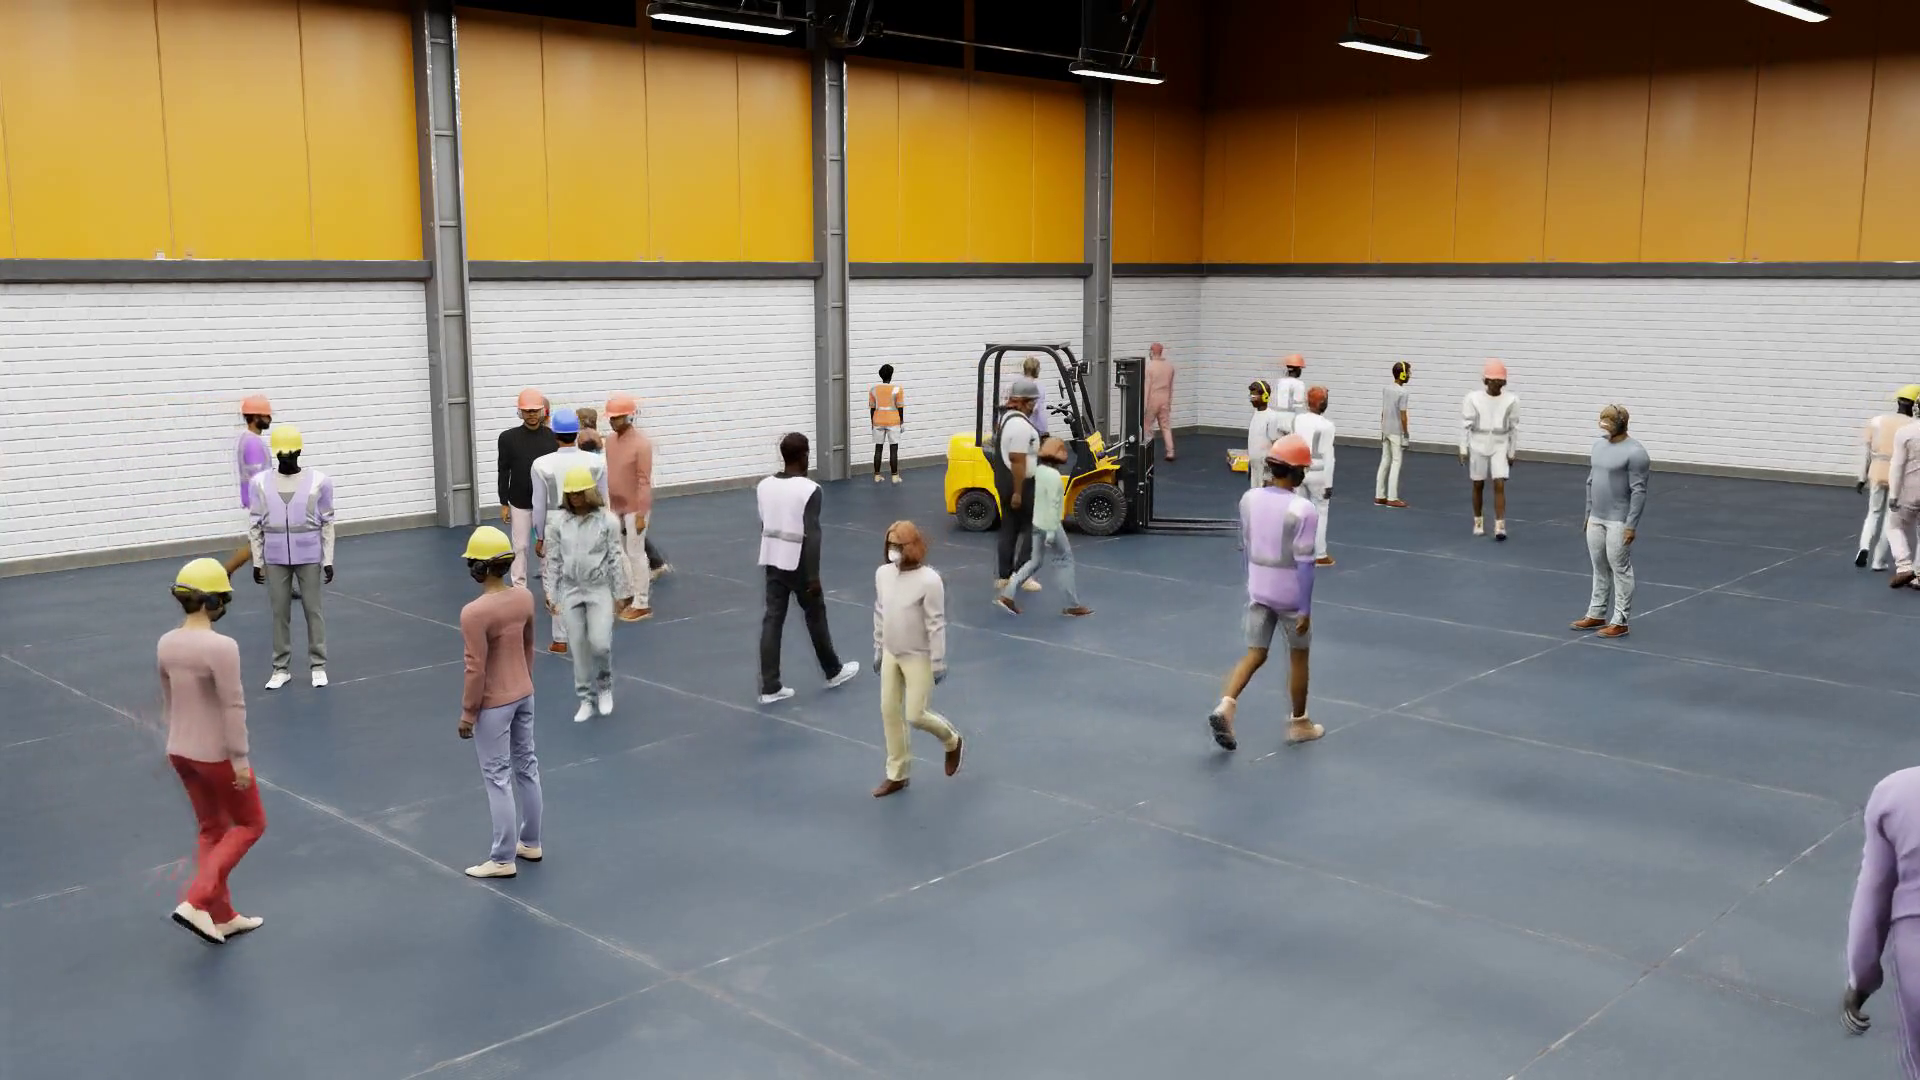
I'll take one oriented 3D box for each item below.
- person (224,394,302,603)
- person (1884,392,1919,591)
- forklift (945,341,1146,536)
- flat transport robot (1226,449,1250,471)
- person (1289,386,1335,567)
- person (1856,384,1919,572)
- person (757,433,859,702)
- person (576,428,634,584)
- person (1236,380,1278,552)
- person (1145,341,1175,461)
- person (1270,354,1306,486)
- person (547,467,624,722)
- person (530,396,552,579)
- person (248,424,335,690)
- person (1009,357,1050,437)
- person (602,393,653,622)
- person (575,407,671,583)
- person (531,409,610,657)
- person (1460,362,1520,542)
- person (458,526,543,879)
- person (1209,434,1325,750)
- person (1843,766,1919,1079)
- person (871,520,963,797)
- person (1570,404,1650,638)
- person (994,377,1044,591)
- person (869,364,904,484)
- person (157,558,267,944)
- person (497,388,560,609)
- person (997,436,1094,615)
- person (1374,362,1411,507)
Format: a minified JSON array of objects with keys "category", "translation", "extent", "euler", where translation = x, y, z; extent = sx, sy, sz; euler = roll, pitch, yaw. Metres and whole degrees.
[{"category":"person","translation":[-6.404,-0.360,15.039],"extent":[0.820,1.910,0.553],"euler":[-4,10,-24]},{"category":"person","translation":[9.029,-0.452,15.646],"extent":[0.659,1.893,0.411],"euler":[0,9,2]},{"category":"forklift","translation":[0.977,-1.223,19.452],"extent":[2.313,2.155,1.214],"euler":[2,9,11]},{"category":"flat transport robot","translation":[4.441,-1.229,25.370],"extent":[0.652,0.197,1.431],"euler":[1,9,5]},{"category":"person","translation":[3.513,-0.630,16.824],"extent":[0.710,1.869,0.596],"euler":[-7,12,-37]},{"category":"person","translation":[9.291,-0.609,16.576],"extent":[0.500,1.898,0.627],"euler":[-9,13,-42]},{"category":"person","translation":[-1.117,0.173,11.846],"extent":[0.624,1.876,0.936],"euler":[7,11,36]},{"category":"person","translation":[-3.328,-0.245,15.302],"extent":[0.858,1.579,0.559],"euler":[2,10,14]},{"category":"person","translation":[3.171,-0.755,17.599],"extent":[0.328,1.865,0.521],"euler":[-2,10,-14]},{"category":"person","translation":[3.081,-2.175,26.231],"extent":[0.657,1.917,0.424],"euler":[-6,11,-35]},{"category":"person","translation":[4.481,-1.530,22.219],"extent":[0.867,1.898,0.575],"euler":[-5,11,-28]},{"category":"person","translation":[-2.511,0.368,11.117],"extent":[0.502,1.727,0.379],"euler":[1,9,5]},{"category":"person","translation":[-3.986,-0.489,16.113],"extent":[0.489,1.813,0.600],"euler":[-8,12,-41]},{"category":"person","translation":[-4.826,0.120,12.041],"extent":[0.587,1.926,0.366],"euler":[-2,9,-11]},{"category":"person","translation":[0.974,-1.389,21.356],"extent":[0.882,1.903,0.657],"euler":[-6,11,-32]},{"category":"person","translation":[-2.873,-0.274,14.282],"extent":[0.633,1.975,0.456],"euler":[8,12,41]},{"category":"person","translation":[-3.309,-0.407,15.844],"extent":[1.118,1.761,0.540],"euler":[-3,10,-15]},{"category":"person","translation":[-3.043,-0.055,13.039],"extent":[0.605,1.951,0.380],"euler":[-4,10,-24]},{"category":"person","translation":[5.920,-0.984,18.600],"extent":[0.634,1.995,1.012],"euler":[2,10,13]},{"category":"person","translation":[-2.314,0.807,8.316],"extent":[0.314,1.769,0.523],"euler":[4,10,21]},{"category":"person","translation":[1.964,0.337,10.459],"extent":[0.876,2.015,0.611],"euler":[-8,12,-42]},{"category":"person","translation":[3.037,1.314,4.931],"extent":[1.022,1.853,0.666],"euler":[-8,12,-41]},{"category":"person","translation":[-0.257,0.673,9.619],"extent":[0.503,1.619,0.523],"euler":[8,12,41]},{"category":"person","translation":[5.380,-0.159,13.732],"extent":[0.371,1.933,0.627],"euler":[-3,10,-17]},{"category":"person","translation":[0.596,-0.530,15.673],"extent":[0.537,2.000,0.689],"euler":[-2,10,-15]},{"category":"person","translation":[-1.036,-1.636,23.533],"extent":[0.532,1.694,0.320],"euler":[3,10,19]},{"category":"person","translation":[-3.368,0.955,7.448],"extent":[0.549,1.742,0.441],"euler":[5,11,30]},{"category":"person","translation":[-3.750,-0.338,14.638],"extent":[0.608,1.995,0.376],"euler":[-4,10,-22]},{"category":"person","translation":[0.732,-0.119,14.521],"extent":[0.786,1.597,0.490],"euler":[-4,10,-21]},{"category":"person","translation":[5.552,-1.342,21.251],"extent":[0.357,1.854,0.514],"euler":[-3,10,-19]}]
